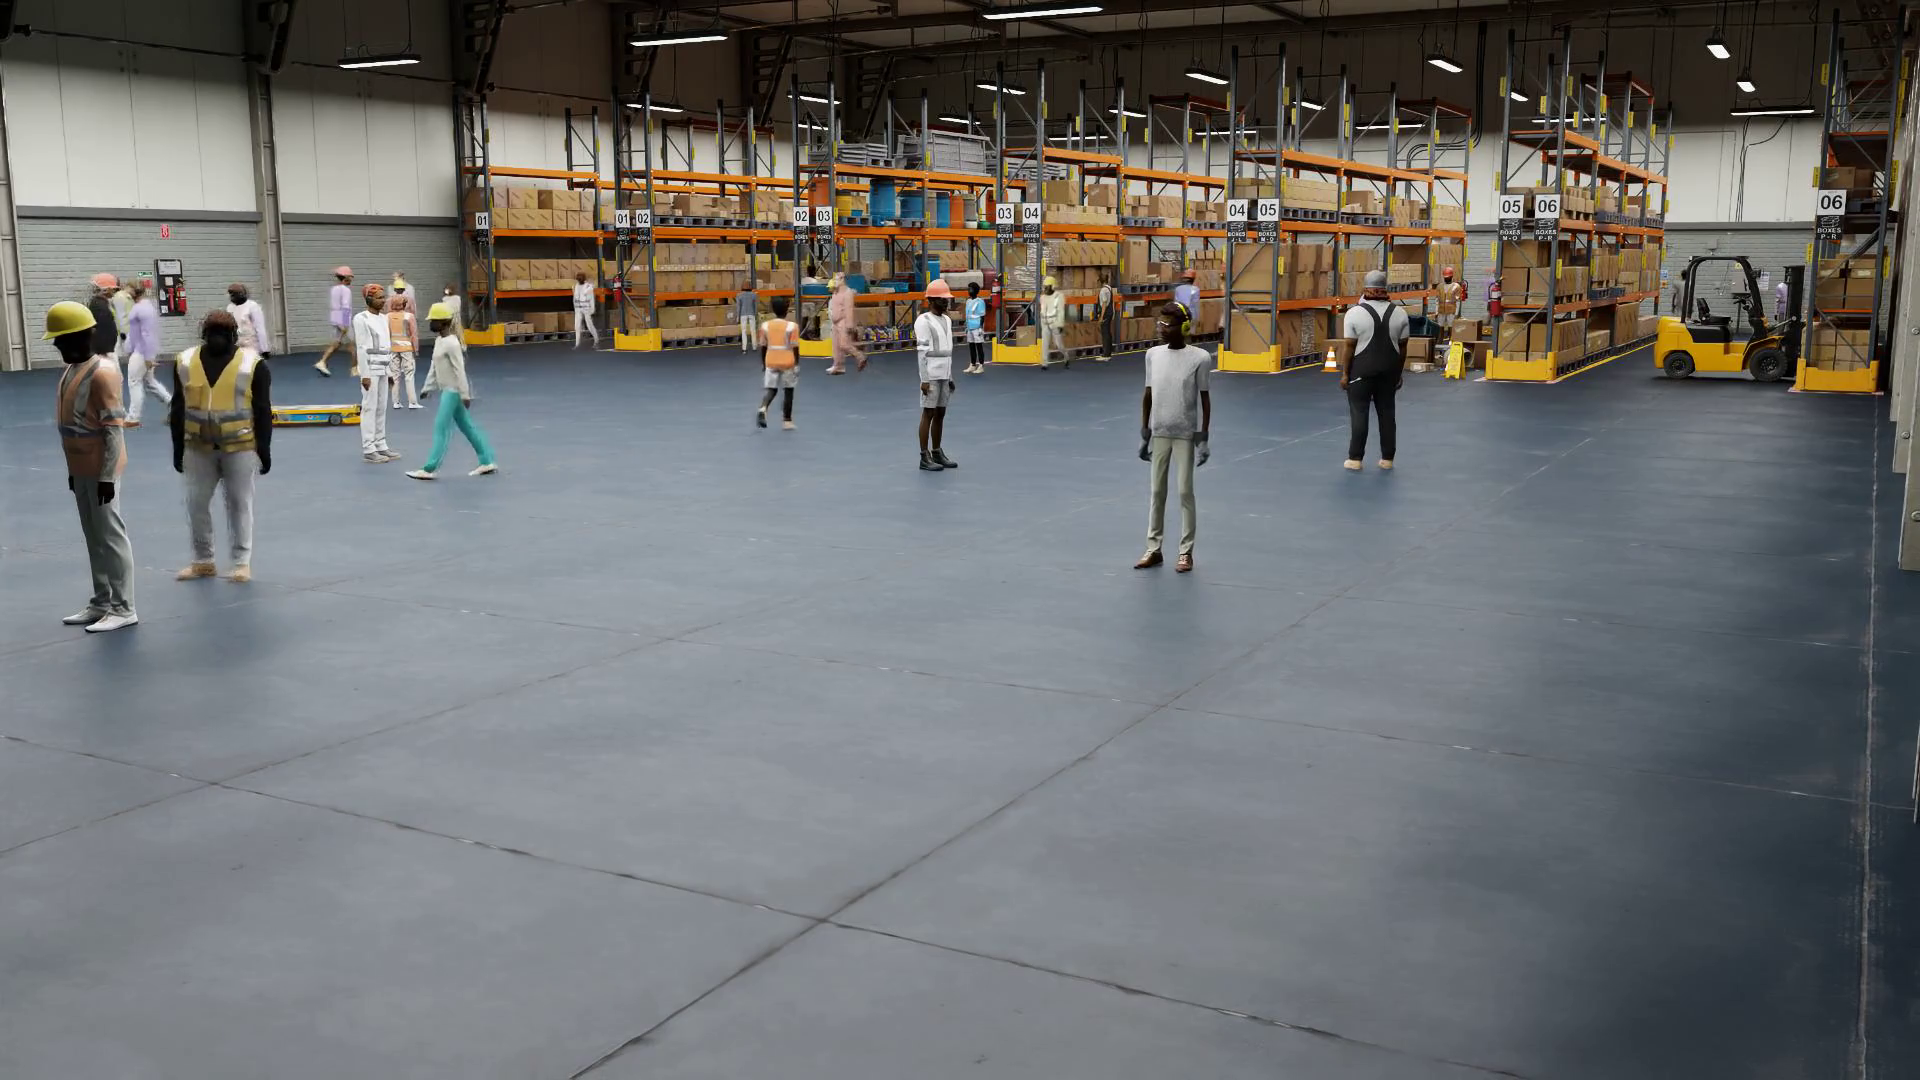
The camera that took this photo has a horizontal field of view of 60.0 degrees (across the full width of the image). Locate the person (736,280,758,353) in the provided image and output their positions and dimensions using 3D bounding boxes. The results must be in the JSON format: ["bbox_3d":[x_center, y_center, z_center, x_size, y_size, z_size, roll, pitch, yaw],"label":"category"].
[{"bbox_3d":[-4.777,-5.008,37.346,0.500,1.634,0.286,-3,10,-18],"label":"person"}]

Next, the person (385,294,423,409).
[{"bbox_3d":[-7.930,-2.673,23.656,0.511,1.643,0.308,2,10,12],"label":"person"}]

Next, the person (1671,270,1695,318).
[{"bbox_3d":[18.368,-5.934,42.263,0.533,1.821,0.971,4,11,23],"label":"person"}]

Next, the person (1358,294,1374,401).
[{"bbox_3d":[6.245,-3.049,25.085,0.407,1.909,0.639,-1,10,-8],"label":"person"}]

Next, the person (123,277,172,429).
[{"bbox_3d":[-10.337,-2.370,21.095,0.754,1.924,0.637,-5,11,-26],"label":"person"}]

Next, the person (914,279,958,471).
[{"bbox_3d":[-0.228,-1.677,16.959,0.357,1.938,0.542,6,11,31],"label":"person"}]

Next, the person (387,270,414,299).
[{"bbox_3d":[-11.832,-4.779,35.278,0.656,1.891,0.655,3,10,18],"label":"person"}]

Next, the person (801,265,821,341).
[{"bbox_3d":[-3.784,-6.063,42.624,0.621,1.933,0.815,5,11,27],"label":"person"}]

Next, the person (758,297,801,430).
[{"bbox_3d":[-2.254,-2.177,20.647,0.541,1.679,0.583,3,10,18],"label":"person"}]

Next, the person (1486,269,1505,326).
[{"bbox_3d":[15.109,-6.693,46.448,0.922,1.894,0.562,8,12,39],"label":"person"}]

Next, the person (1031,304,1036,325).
[{"bbox_3d":[1.905,-5.207,37.657,0.633,1.932,0.363,0,10,1],"label":"person"}]

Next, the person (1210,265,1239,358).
[{"bbox_3d":[5.736,-4.824,35.269,0.721,1.997,0.657,-4,11,-23],"label":"person"}]

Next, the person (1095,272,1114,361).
[{"bbox_3d":[3.005,-4.629,34.531,0.343,1.839,0.506,4,10,21],"label":"person"}]

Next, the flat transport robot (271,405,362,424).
[{"bbox_3d":[-8.415,-1.623,21.511,1.431,0.197,0.652,-3,10,-18],"label":"flat transport robot"}]

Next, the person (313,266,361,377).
[{"bbox_3d":[-11.170,-3.906,29.824,0.609,2.013,0.878,7,12,37],"label":"person"}]

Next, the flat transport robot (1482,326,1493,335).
[{"bbox_3d":[14.630,-5.767,45.776,0.652,0.197,1.431,6,11,31],"label":"flat transport robot"}]

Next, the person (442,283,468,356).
[{"bbox_3d":[-10.968,-4.735,35.883,0.501,1.587,0.859,3,10,18],"label":"person"}]

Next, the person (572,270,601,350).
[{"bbox_3d":[-8.746,-5.369,38.852,0.578,1.856,0.900,4,10,20],"label":"person"}]

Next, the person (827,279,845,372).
[{"bbox_3d":[-2.352,-4.038,31.349,0.319,1.743,0.488,-4,10,-21],"label":"person"}]

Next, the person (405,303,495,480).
[{"bbox_3d":[-5.002,-1.455,16.296,0.896,1.723,0.531,-5,11,-28],"label":"person"}]

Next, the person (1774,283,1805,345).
[{"bbox_3d":[18.406,-5.080,36.949,0.580,1.918,0.399,4,11,25],"label":"person"}]

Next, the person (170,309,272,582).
[{"bbox_3d":[-4.968,-0.618,11.148,0.718,1.817,0.429,-1,10,-7],"label":"person"}]

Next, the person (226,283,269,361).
[{"bbox_3d":[-9.994,-2.647,23.051,0.645,1.797,0.903,5,11,28],"label":"person"}]

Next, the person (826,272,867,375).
[{"bbox_3d":[-2.103,-3.959,30.502,0.655,1.885,0.647,-6,11,-31],"label":"person"}]

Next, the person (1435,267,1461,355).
[{"bbox_3d":[10.622,-4.975,36.297,0.542,1.928,0.378,7,12,37],"label":"person"}]

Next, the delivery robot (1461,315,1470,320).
[{"bbox_3d":[13.733,-5.948,45.735,0.707,0.478,0.477,-1,10,-4],"label":"delivery robot"}]

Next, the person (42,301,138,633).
[{"bbox_3d":[-5.061,-0.423,9.677,0.585,1.917,0.380,9,13,43],"label":"person"}]

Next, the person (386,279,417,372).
[{"bbox_3d":[-10.477,-4.018,31.211,0.572,1.744,0.480,-6,11,-32],"label":"person"}]

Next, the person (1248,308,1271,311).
[{"bbox_3d":[6.570,-4.967,36.375,0.597,1.879,0.842,9,13,43],"label":"person"}]

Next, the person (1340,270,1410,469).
[{"bbox_3d":[4.208,-1.744,17.048,0.688,2.000,0.536,-1,10,-8],"label":"person"}]

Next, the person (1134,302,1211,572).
[{"bbox_3d":[1.477,-0.705,11.498,0.520,1.861,0.332,5,11,29],"label":"person"}]

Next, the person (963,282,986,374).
[{"bbox_3d":[0.273,-3.921,30.800,0.320,1.695,0.537,-6,11,-32],"label":"person"}]

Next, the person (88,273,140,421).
[{"bbox_3d":[-11.167,-2.454,21.462,0.863,1.956,0.663,-7,12,-35],"label":"person"}]

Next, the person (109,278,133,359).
[{"bbox_3d":[-14.873,-3.705,29.273,0.927,1.798,0.631,-3,10,-17],"label":"person"}]

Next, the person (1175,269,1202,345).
[{"bbox_3d":[4.618,-4.513,33.603,0.579,1.920,0.420,6,12,33],"label":"person"}]

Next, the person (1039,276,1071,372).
[{"bbox_3d":[1.781,-4.103,31.546,0.596,1.809,0.739,7,12,34],"label":"person"}]

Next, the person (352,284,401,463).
[{"bbox_3d":[-6.193,-1.766,17.641,0.355,1.883,0.572,1,10,9],"label":"person"}]
